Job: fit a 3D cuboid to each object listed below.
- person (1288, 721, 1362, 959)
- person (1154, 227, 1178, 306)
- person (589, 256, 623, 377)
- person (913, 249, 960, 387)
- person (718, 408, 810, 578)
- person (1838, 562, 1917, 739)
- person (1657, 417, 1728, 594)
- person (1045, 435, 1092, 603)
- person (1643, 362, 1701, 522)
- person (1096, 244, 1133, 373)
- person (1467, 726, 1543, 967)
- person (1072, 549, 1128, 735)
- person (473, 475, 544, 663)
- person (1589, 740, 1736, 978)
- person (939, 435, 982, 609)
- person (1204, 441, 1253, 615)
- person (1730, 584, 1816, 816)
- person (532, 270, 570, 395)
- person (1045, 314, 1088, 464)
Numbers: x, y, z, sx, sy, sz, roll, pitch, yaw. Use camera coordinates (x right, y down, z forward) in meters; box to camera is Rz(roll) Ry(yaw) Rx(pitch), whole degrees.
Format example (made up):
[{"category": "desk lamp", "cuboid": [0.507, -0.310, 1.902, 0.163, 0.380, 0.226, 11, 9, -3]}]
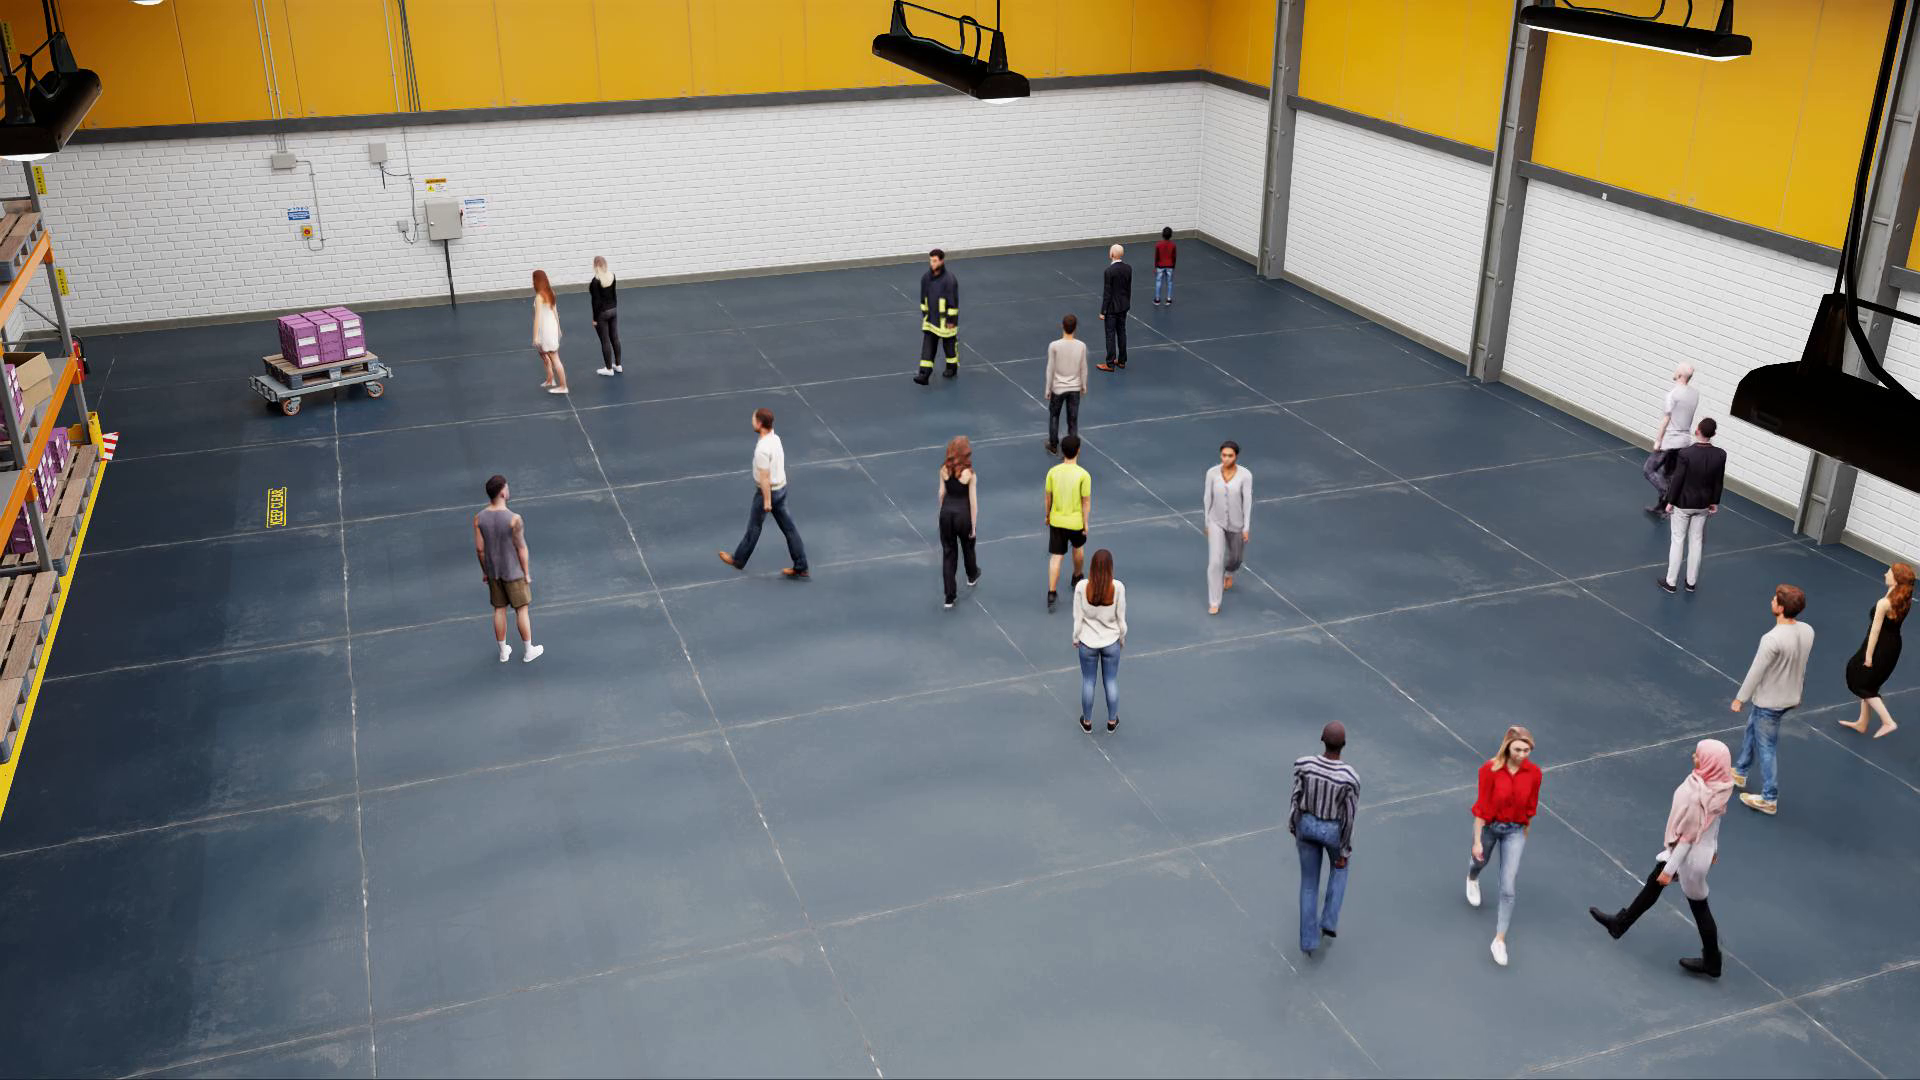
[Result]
[{"category": "person", "cuboid": [2.432, 2.073, 11.268, 0.797, 1.781, 0.855, 9, 25, 20]}, {"category": "person", "cuboid": [3.301, -4.413, 26.764, 0.549, 1.254, 0.562, -1, 24, -3]}, {"category": "person", "cuboid": [-4.968, -3.150, 23.333, 0.729, 1.686, 0.698, 14, 27, 29]}, {"category": "person", "cuboid": [-0.221, -3.084, 22.954, 1.278, 1.870, 1.298, 13, 27, 28]}, {"category": "person", "cuboid": [-1.831, -0.437, 16.976, 1.223, 1.808, 1.246, 7, 25, 16]}, {"category": "person", "cuboid": [7.835, 0.970, 14.002, 0.632, 1.611, 0.810, -13, 27, -27]}, {"category": "person", "cuboid": [7.371, -0.357, 16.750, 0.734, 1.842, 0.685, 0, 24, 1]}, {"category": "person", "cuboid": [1.051, -0.163, 16.528, 1.046, 1.664, 1.187, 6, 24, 14]}, {"category": "person", "cuboid": [7.927, -1.049, 18.360, 0.753, 1.820, 0.867, -13, 27, -28]}, {"category": "person", "cuboid": [2.196, -3.287, 23.506, 0.759, 1.799, 0.692, -18, 29, -35]}, {"category": "person", "cuboid": [3.720, 2.003, 11.572, 0.970, 1.665, 1.246, 3, 24, 6]}, {"category": "person", "cuboid": [1.190, 0.863, 14.147, 0.698, 1.691, 0.697, 2, 24, 5]}, {"category": "person", "cuboid": [-4.204, 0.279, 15.369, 0.713, 1.838, 0.725, 2, 24, 5]}, {"category": "person", "cuboid": [4.971, 2.164, 11.085, 1.228, 1.760, 1.095, 14, 27, 30]}, {"category": "person", "cuboid": [-0.064, -0.153, 16.449, 0.978, 1.709, 1.113, 6, 24, 14]}, {"category": "person", "cuboid": [2.672, -0.181, 16.515, 1.014, 1.708, 1.189, 5, 24, 11]}, {"category": "person", "cuboid": [6.414, 1.285, 12.950, 0.769, 1.877, 0.922, -13, 27, -27]}, {"category": "person", "cuboid": [-5.501, -2.814, 22.567, 0.907, 1.685, 0.833, 4, 24, 8]}, {"category": "person", "cuboid": [1.285, -1.758, 19.956, 0.829, 1.841, 1.008, -3, 24, -6]}]
